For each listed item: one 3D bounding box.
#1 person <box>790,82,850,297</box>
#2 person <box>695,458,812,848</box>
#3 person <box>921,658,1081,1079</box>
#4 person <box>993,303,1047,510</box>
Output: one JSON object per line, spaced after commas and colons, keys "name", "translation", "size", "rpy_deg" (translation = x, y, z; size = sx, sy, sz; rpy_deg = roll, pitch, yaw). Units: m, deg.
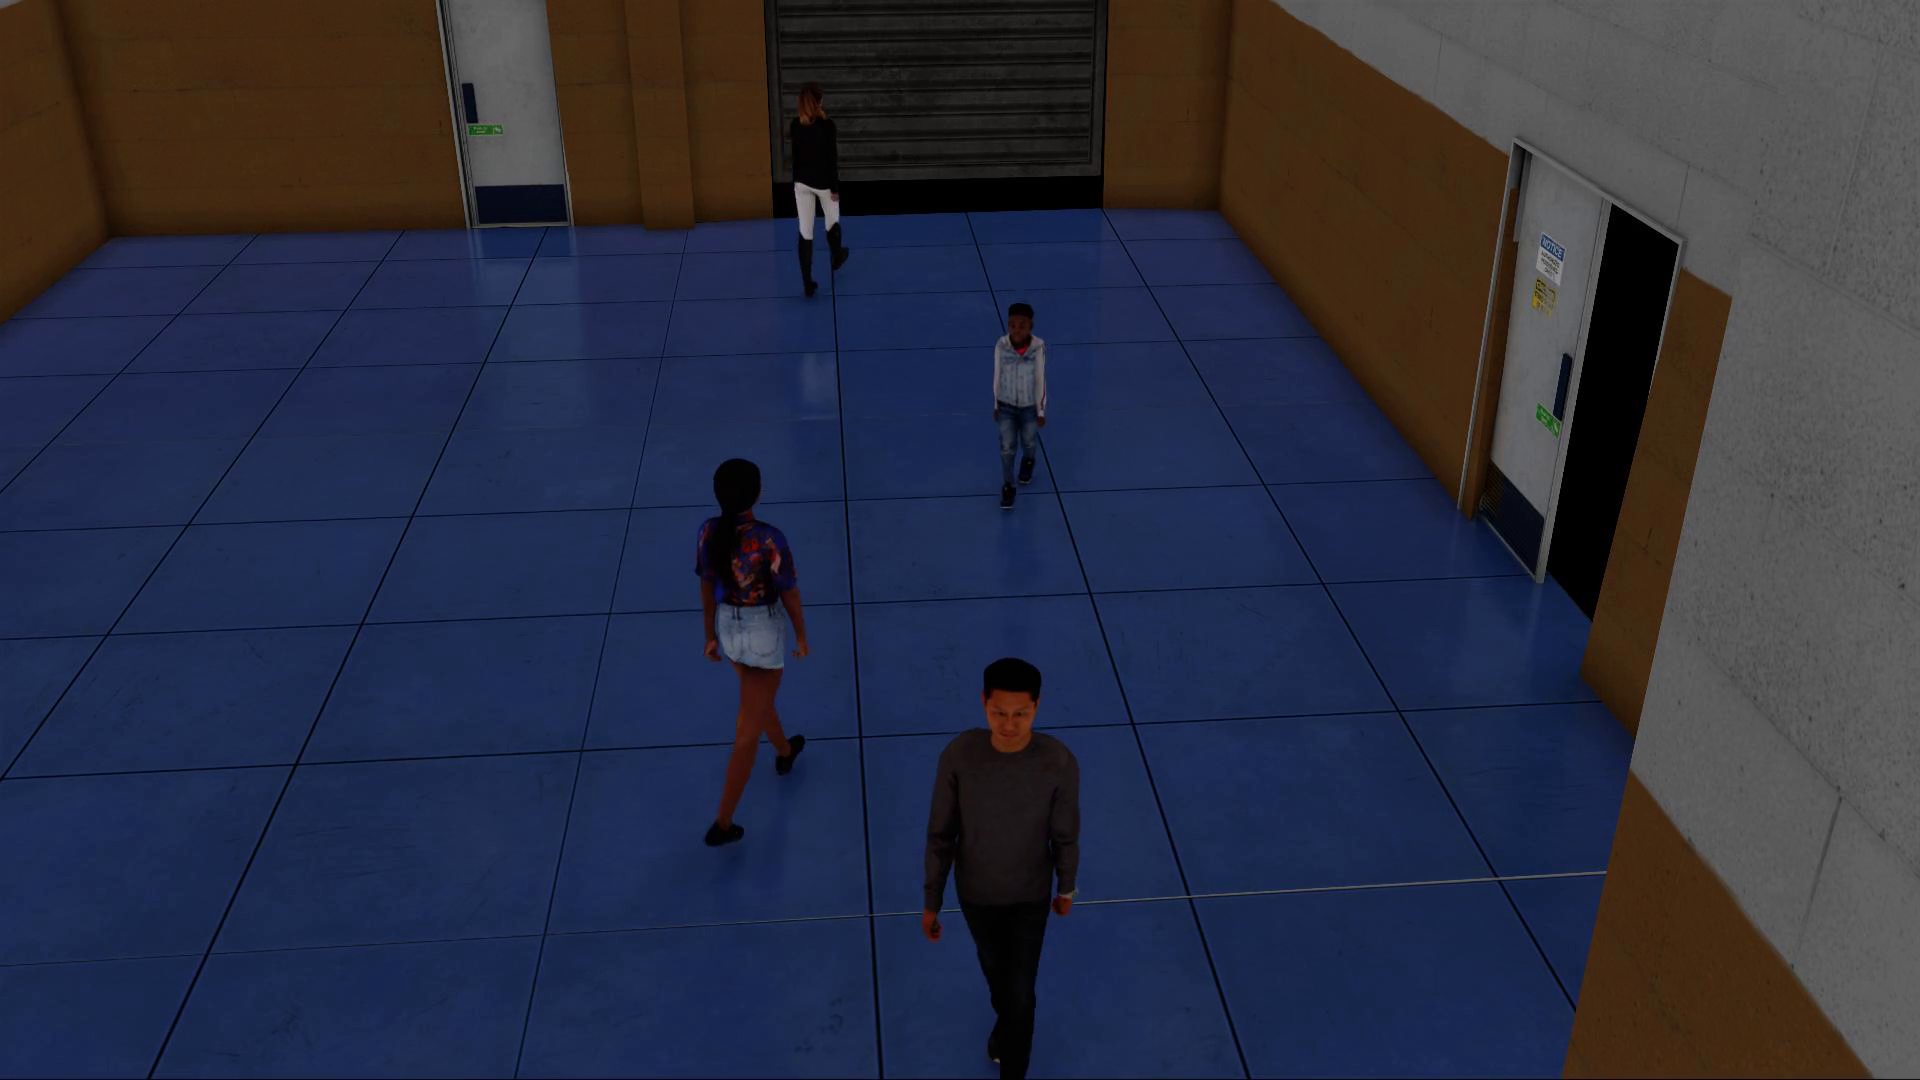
{"name": "person", "translation": [-1.214, -2.824, 13.625], "size": [1.160, 1.673, 0.902], "rpy_deg": [6, 27, 11]}
{"name": "person", "translation": [-0.924, 0.501, 7.058], "size": [1.204, 1.700, 1.030], "rpy_deg": [10, 29, 19]}
{"name": "person", "translation": [0.168, 1.143, 5.751], "size": [1.064, 1.736, 0.936], "rpy_deg": [-12, 29, -21]}
{"name": "person", "translation": [0.381, -0.876, 10.279], "size": [0.849, 1.243, 0.674], "rpy_deg": [4, 27, 8]}
